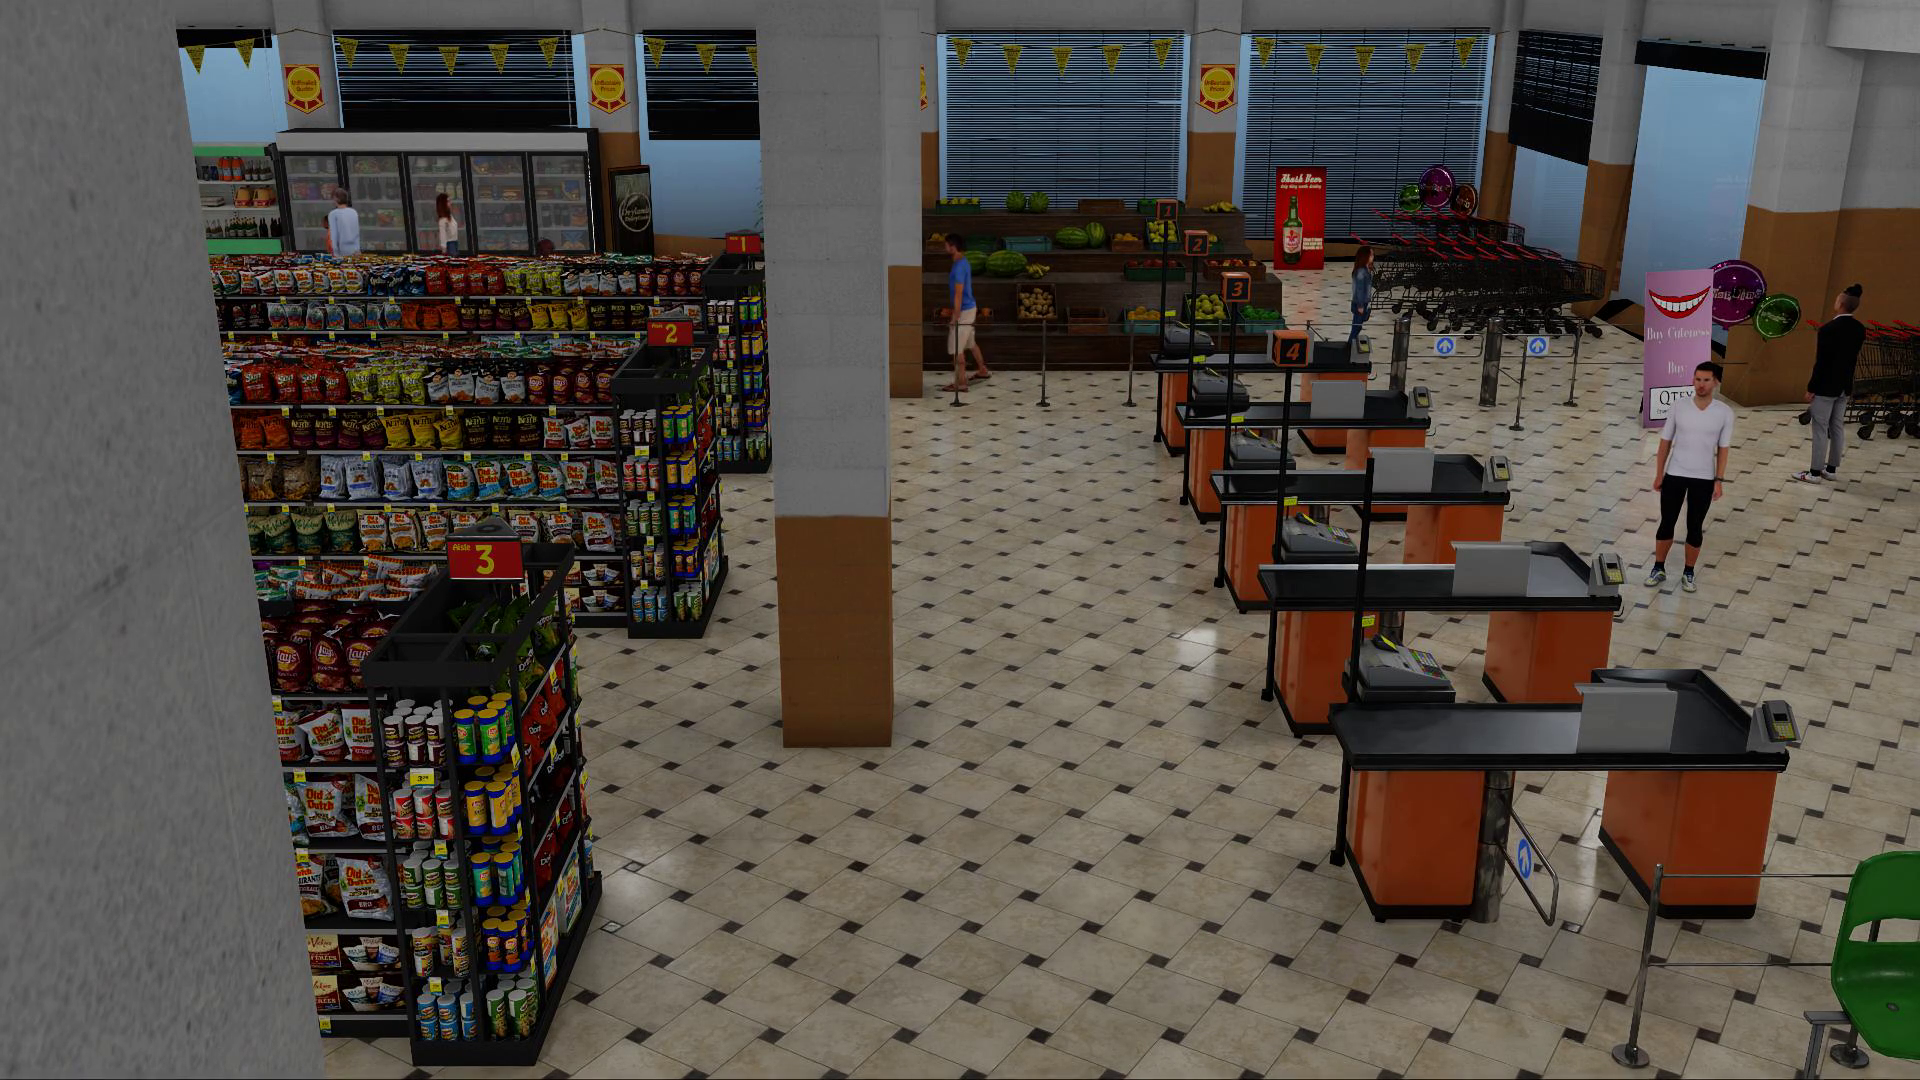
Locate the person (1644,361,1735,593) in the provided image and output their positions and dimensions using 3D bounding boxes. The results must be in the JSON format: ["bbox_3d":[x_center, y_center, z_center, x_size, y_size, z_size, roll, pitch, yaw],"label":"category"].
[{"bbox_3d":[5.835,-0.521,13.294,0.679,1.851,0.813,10,21,26],"label":"person"}]

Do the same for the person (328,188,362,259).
[{"bbox_3d":[-8.689,-4.045,23.754,1.239,1.845,1.142,15,24,38],"label":"person"}]

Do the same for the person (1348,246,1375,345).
[{"bbox_3d":[5.124,-3.028,21.319,0.593,1.474,0.615,7,20,20],"label":"person"}]

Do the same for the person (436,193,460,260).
[{"bbox_3d":[-7.606,-4.234,24.530,0.995,1.706,0.618,-1,19,-4],"label":"person"}]

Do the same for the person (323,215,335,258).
[{"bbox_3d":[-9.497,-4.300,25.356,0.461,1.305,0.480,0,19,-1],"label":"person"}]

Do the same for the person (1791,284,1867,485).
[{"bbox_3d":[8.455,-1.518,16.094,0.690,1.950,0.852,-8,20,-22],"label":"person"}]

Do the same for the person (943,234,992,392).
[{"bbox_3d":[0.033,-2.724,19.832,0.838,1.848,0.932,3,19,8],"label":"person"}]
